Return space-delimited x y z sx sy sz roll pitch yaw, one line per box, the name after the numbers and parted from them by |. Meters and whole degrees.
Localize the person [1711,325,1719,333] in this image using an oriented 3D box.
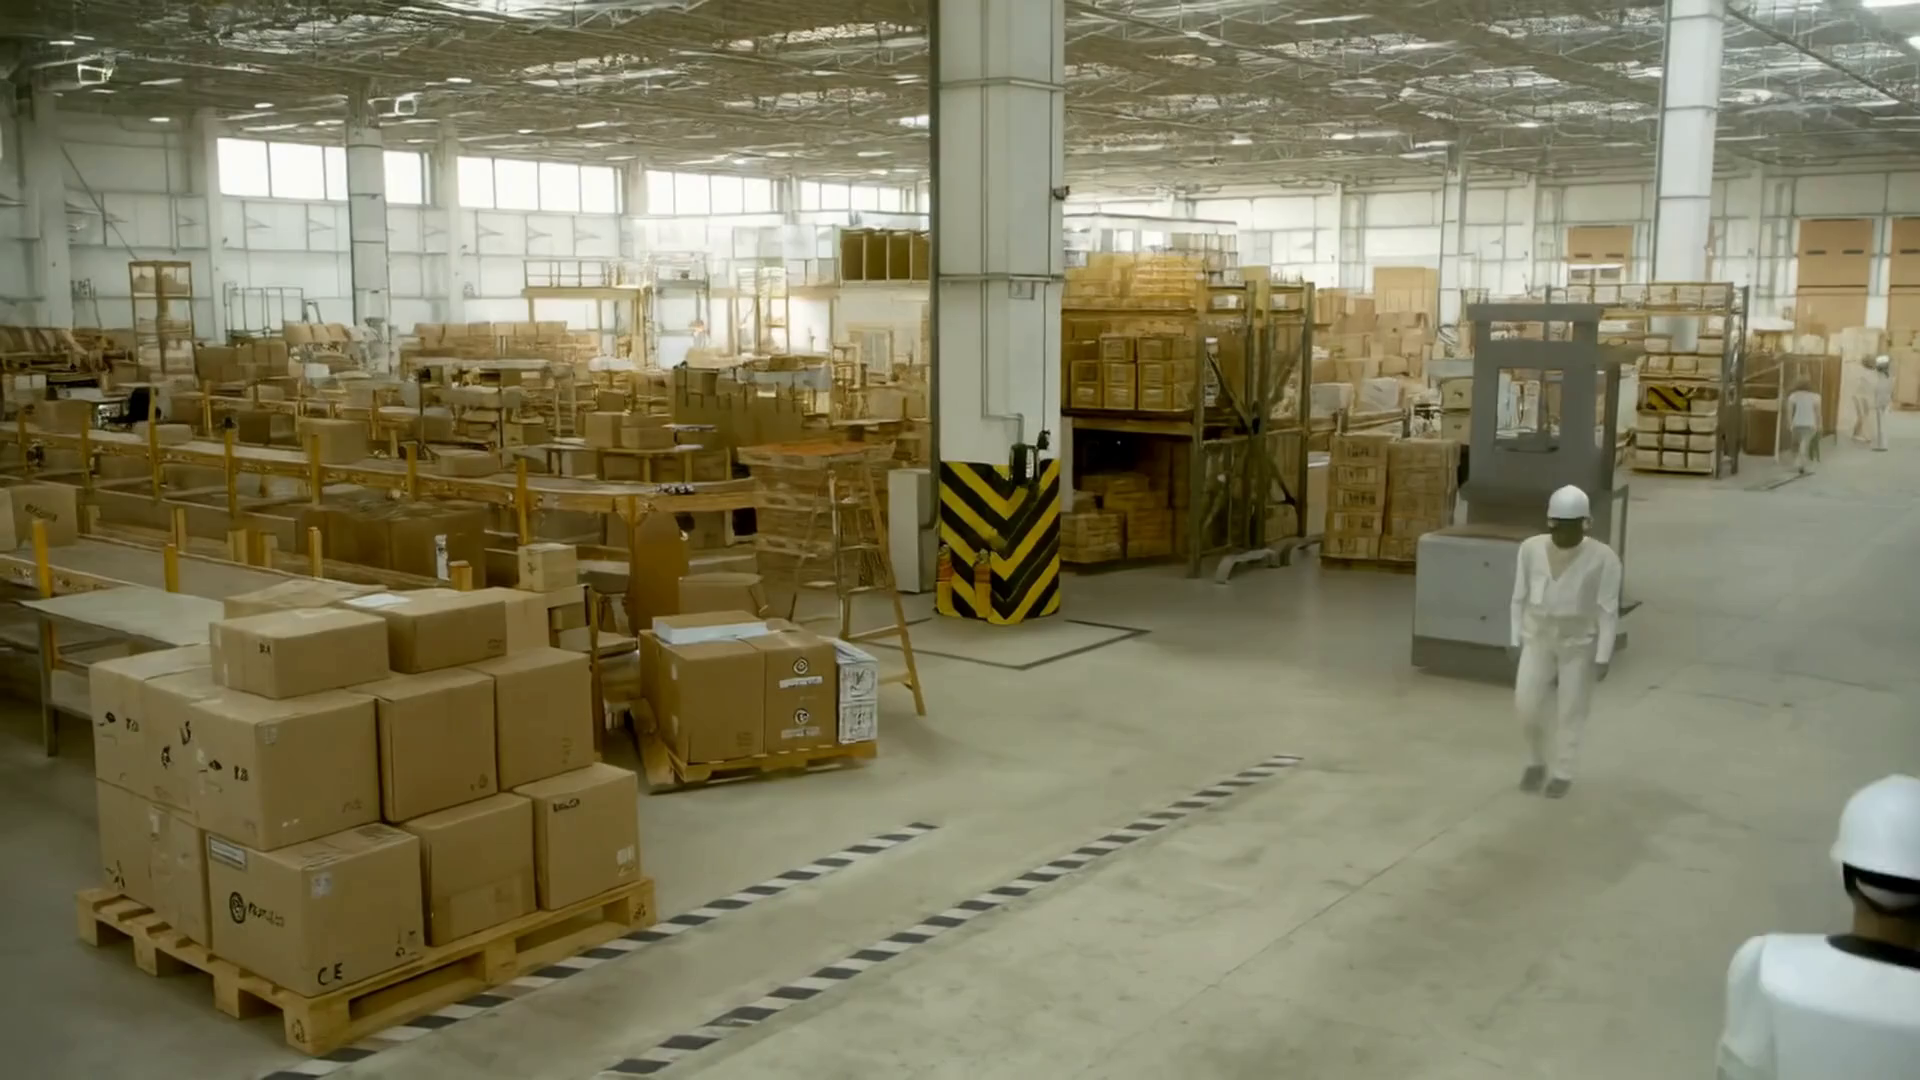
25.637 -6.357 56.283 0.466 1.823 0.548 8 12 43 | person

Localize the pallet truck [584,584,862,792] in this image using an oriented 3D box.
-1.426 0.805 10.019 1.601 1.201 0.680 -4 9 -26 | pallet truck

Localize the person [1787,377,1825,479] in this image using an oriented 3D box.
13.275 -1.760 26.104 0.855 1.589 0.500 -8 11 -41 | person

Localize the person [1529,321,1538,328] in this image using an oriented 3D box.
26.275 -9.319 76.219 0.429 1.840 0.624 1 8 4 | person

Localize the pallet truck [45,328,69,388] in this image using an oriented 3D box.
-23.775 -4.544 43.495 1.885 1.965 0.823 6 10 35 | pallet truck

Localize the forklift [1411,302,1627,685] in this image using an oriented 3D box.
4.379 -0.438 12.852 1.129 2.768 1.873 7 11 37 | forklift

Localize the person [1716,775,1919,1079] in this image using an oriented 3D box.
1.848 1.433 3.440 0.575 1.924 0.416 6 10 33 | person

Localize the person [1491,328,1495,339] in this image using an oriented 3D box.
13.779 -4.548 43.524 0.387 1.996 0.611 2 9 12 | person

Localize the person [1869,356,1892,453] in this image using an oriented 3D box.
16.753 -2.461 30.261 0.344 1.756 0.518 2 9 16 | person

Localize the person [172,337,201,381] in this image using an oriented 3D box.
-21.978 -5.051 47.321 0.658 1.872 0.847 -1 8 -4 | person

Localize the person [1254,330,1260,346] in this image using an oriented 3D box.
15.495 -10.811 85.994 0.504 1.916 0.597 5 10 31 | person

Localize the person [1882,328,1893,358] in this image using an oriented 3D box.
27.099 -5.252 48.691 0.335 1.873 0.520 5 10 32 | person

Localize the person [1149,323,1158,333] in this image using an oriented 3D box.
6.290 -6.059 53.902 0.360 1.939 0.543 0 8 1 | person

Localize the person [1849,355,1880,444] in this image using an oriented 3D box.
17.420 -2.696 31.973 0.553 1.699 0.885 0 8 0 | person

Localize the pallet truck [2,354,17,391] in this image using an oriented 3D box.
-24.881 -4.417 42.634 1.885 1.965 0.823 8 11 41 | pallet truck

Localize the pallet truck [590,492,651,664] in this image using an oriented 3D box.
-3.115 0.344 12.883 0.653 1.274 1.630 7 11 37 | pallet truck

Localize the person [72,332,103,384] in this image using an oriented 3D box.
-20.640 -3.921 39.329 0.626 1.990 1.076 -1 8 -6 | person

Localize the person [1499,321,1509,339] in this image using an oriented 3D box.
18.934 -6.667 57.993 0.349 1.942 0.545 5 10 30 | person

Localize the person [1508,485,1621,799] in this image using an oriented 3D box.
3.422 0.588 9.492 0.624 1.815 0.460 7 11 38 | person
